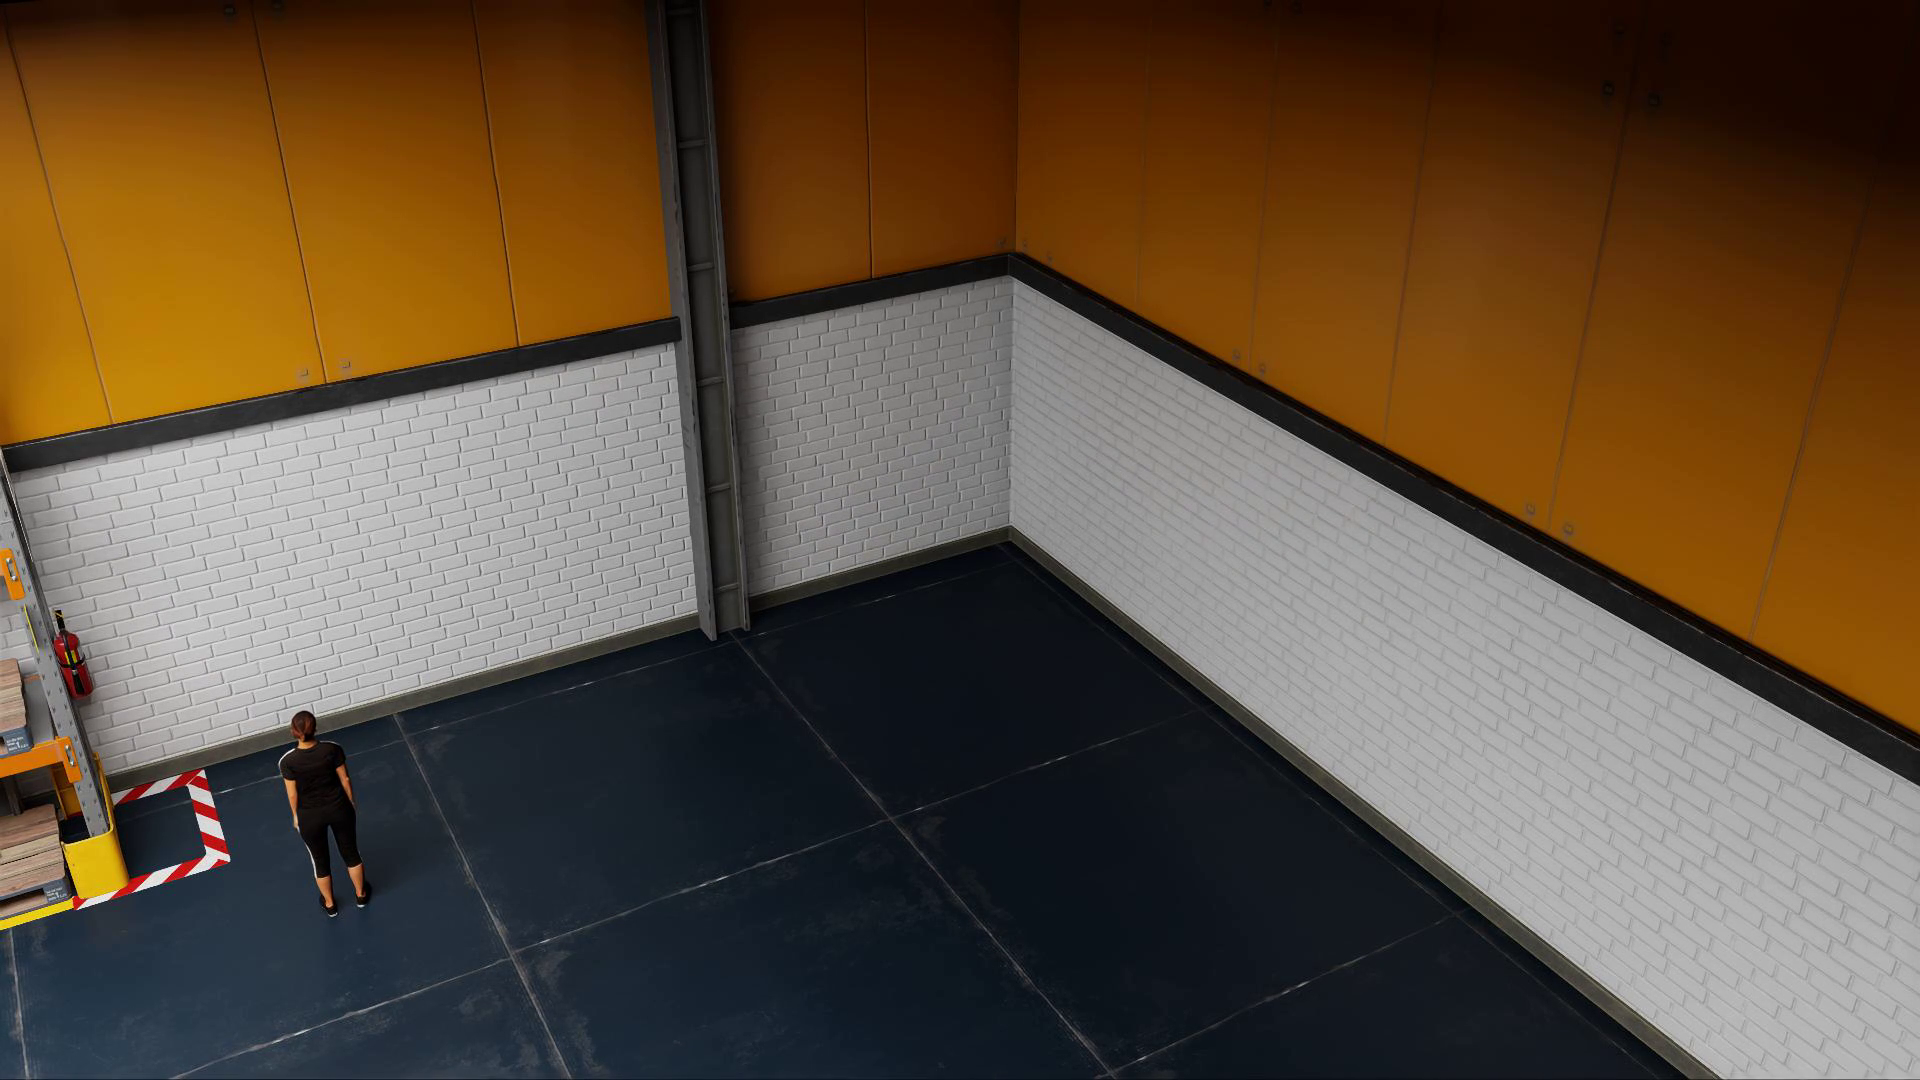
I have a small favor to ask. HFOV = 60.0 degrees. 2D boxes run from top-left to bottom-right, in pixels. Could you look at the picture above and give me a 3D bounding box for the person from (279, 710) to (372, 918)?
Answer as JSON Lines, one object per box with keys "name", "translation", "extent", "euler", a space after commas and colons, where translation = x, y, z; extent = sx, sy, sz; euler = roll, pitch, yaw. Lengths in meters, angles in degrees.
{"name": "person", "translation": [-4.454, 1.899, 11.648], "extent": [0.456, 1.669, 0.645], "euler": [-14, 31, -24]}
